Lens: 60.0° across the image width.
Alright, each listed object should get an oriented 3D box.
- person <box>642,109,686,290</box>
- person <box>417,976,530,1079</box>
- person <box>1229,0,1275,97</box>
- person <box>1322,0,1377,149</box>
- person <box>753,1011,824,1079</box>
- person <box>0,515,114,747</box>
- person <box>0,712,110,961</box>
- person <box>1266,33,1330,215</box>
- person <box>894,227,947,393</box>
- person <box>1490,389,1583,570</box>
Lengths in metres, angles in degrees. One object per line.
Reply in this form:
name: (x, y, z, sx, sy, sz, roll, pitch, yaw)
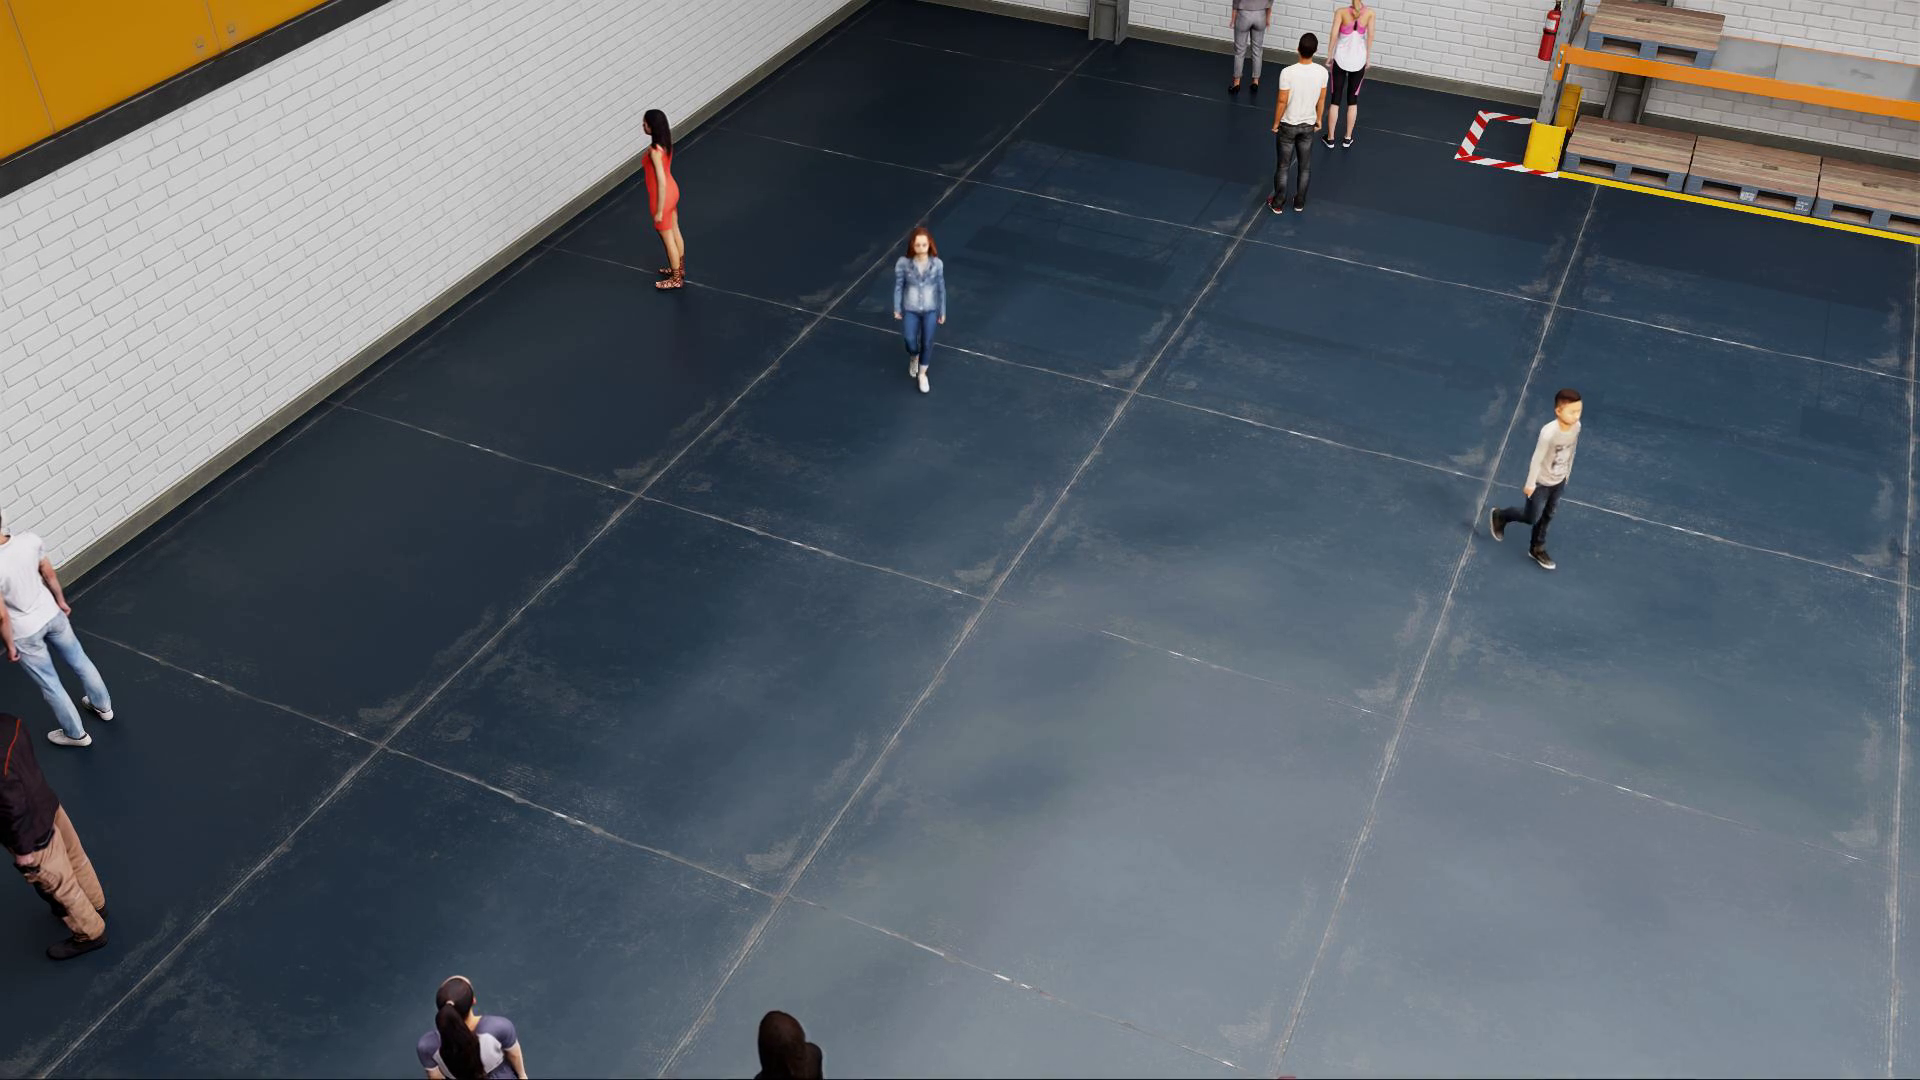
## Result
person: (-2.675, -3.082, 15.037, 0.635, 1.719, 0.661, 2, 39, 3)
person: (-2.265, 2.632, 7.936, 0.658, 1.651, 0.727, -11, 40, -13)
person: (3.216, -5.752, 18.414, 0.692, 1.677, 0.787, -4, 39, -5)
person: (4.052, -4.966, 17.340, 0.581, 1.788, 0.731, 3, 39, 3)
person: (-0.769, 2.767, 7.776, 0.588, 1.641, 0.635, 27, 46, 30)
person: (-5.792, 0.524, 10.416, 0.564, 1.850, 0.675, 12, 40, 15)
person: (-5.077, 1.537, 9.088, 0.830, 1.924, 0.791, -10, 40, -12)
person: (3.283, -4.054, 16.186, 0.666, 1.804, 0.779, -5, 39, -6)
person: (-0.333, -1.952, 13.821, 0.695, 1.471, 0.769, -4, 39, -5)
person: (4.184, -0.476, 11.987, 0.785, 1.453, 0.896, -22, 44, -25)
